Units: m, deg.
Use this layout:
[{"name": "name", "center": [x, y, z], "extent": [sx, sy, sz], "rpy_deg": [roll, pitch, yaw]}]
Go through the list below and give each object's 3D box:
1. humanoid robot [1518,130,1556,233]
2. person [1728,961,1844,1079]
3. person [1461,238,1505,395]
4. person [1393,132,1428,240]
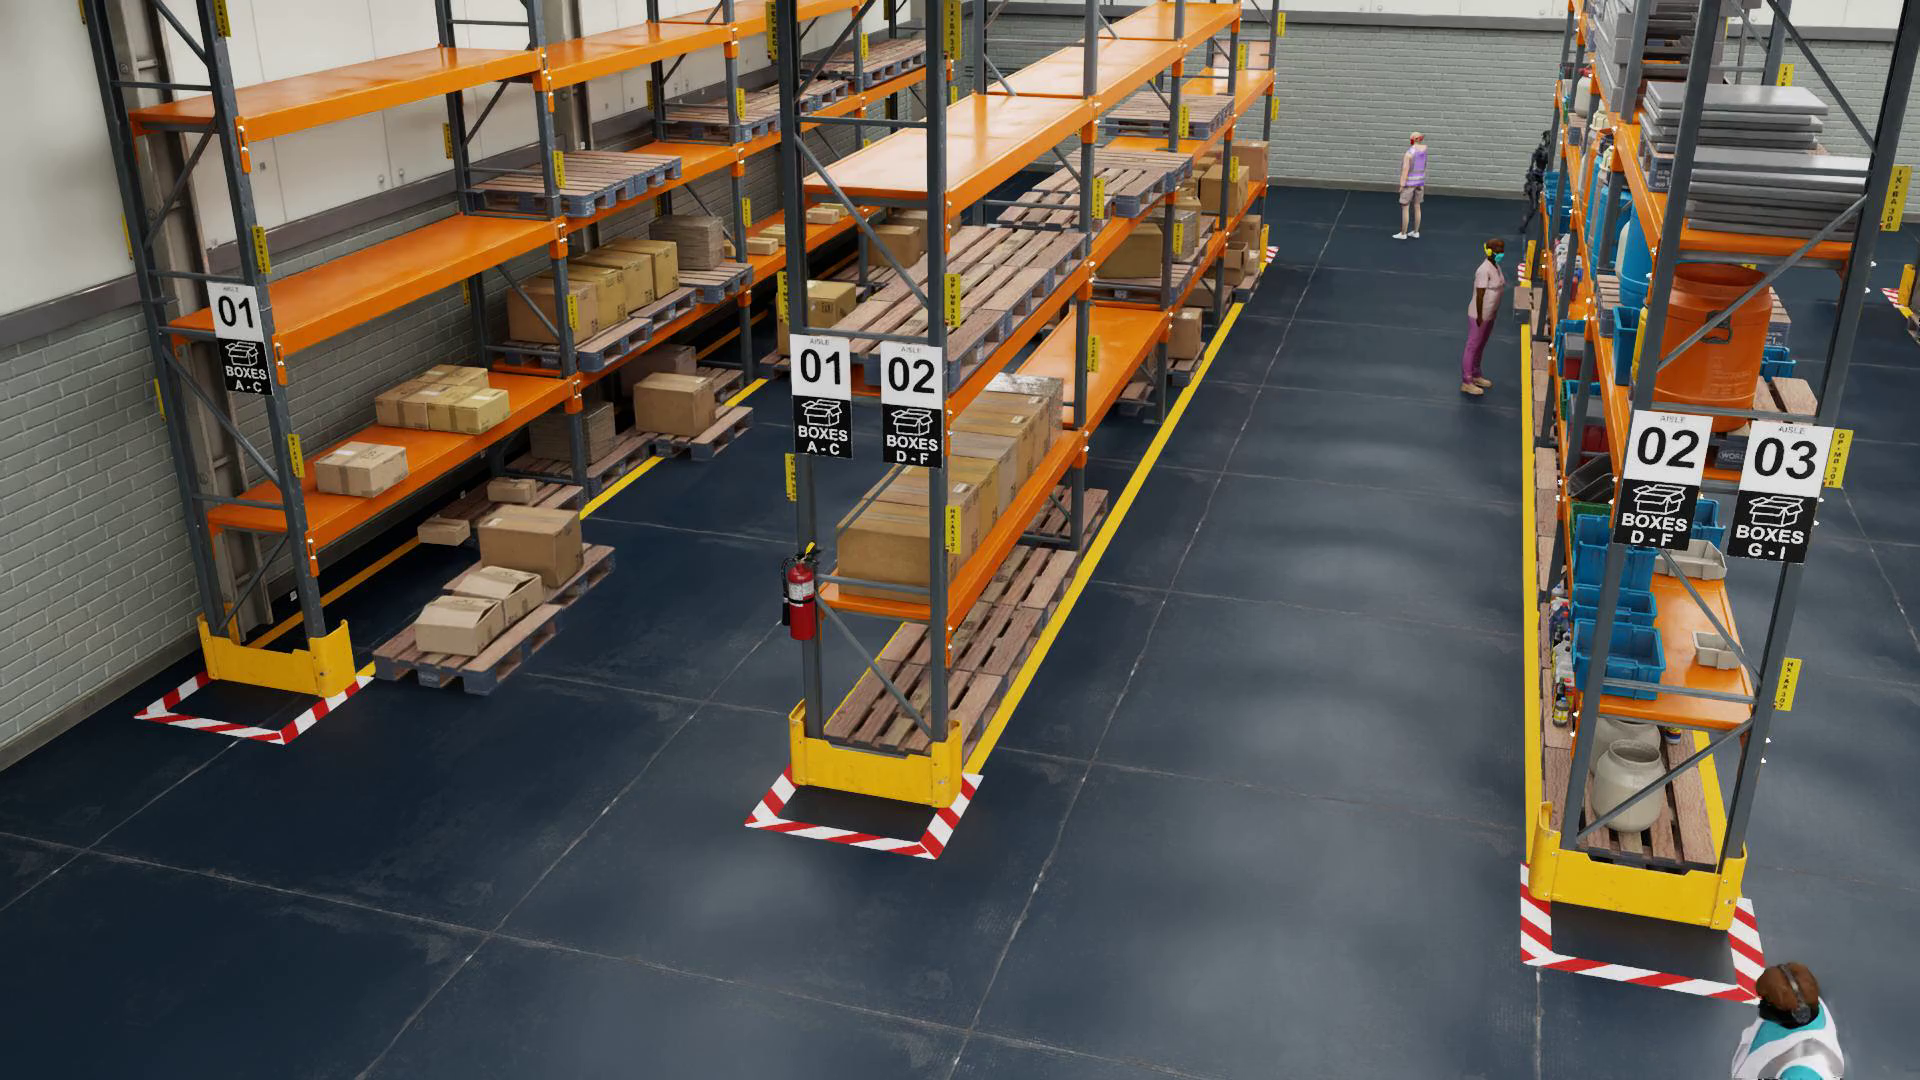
[{"name": "humanoid robot", "center": [9.290, -5.772, 26.789], "extent": [0.589, 1.644, 0.443], "rpy_deg": [-16, 28, -32]}, {"name": "person", "center": [3.530, 2.578, 7.294], "extent": [0.947, 1.775, 0.650], "rpy_deg": [5, 24, 11]}, {"name": "person", "center": [6.085, -2.608, 19.288], "extent": [0.335, 1.799, 0.526], "rpy_deg": [16, 28, 32]}, {"name": "person", "center": [7.180, -5.619, 26.413], "extent": [0.492, 1.688, 0.348], "rpy_deg": [-13, 27, -28]}]
